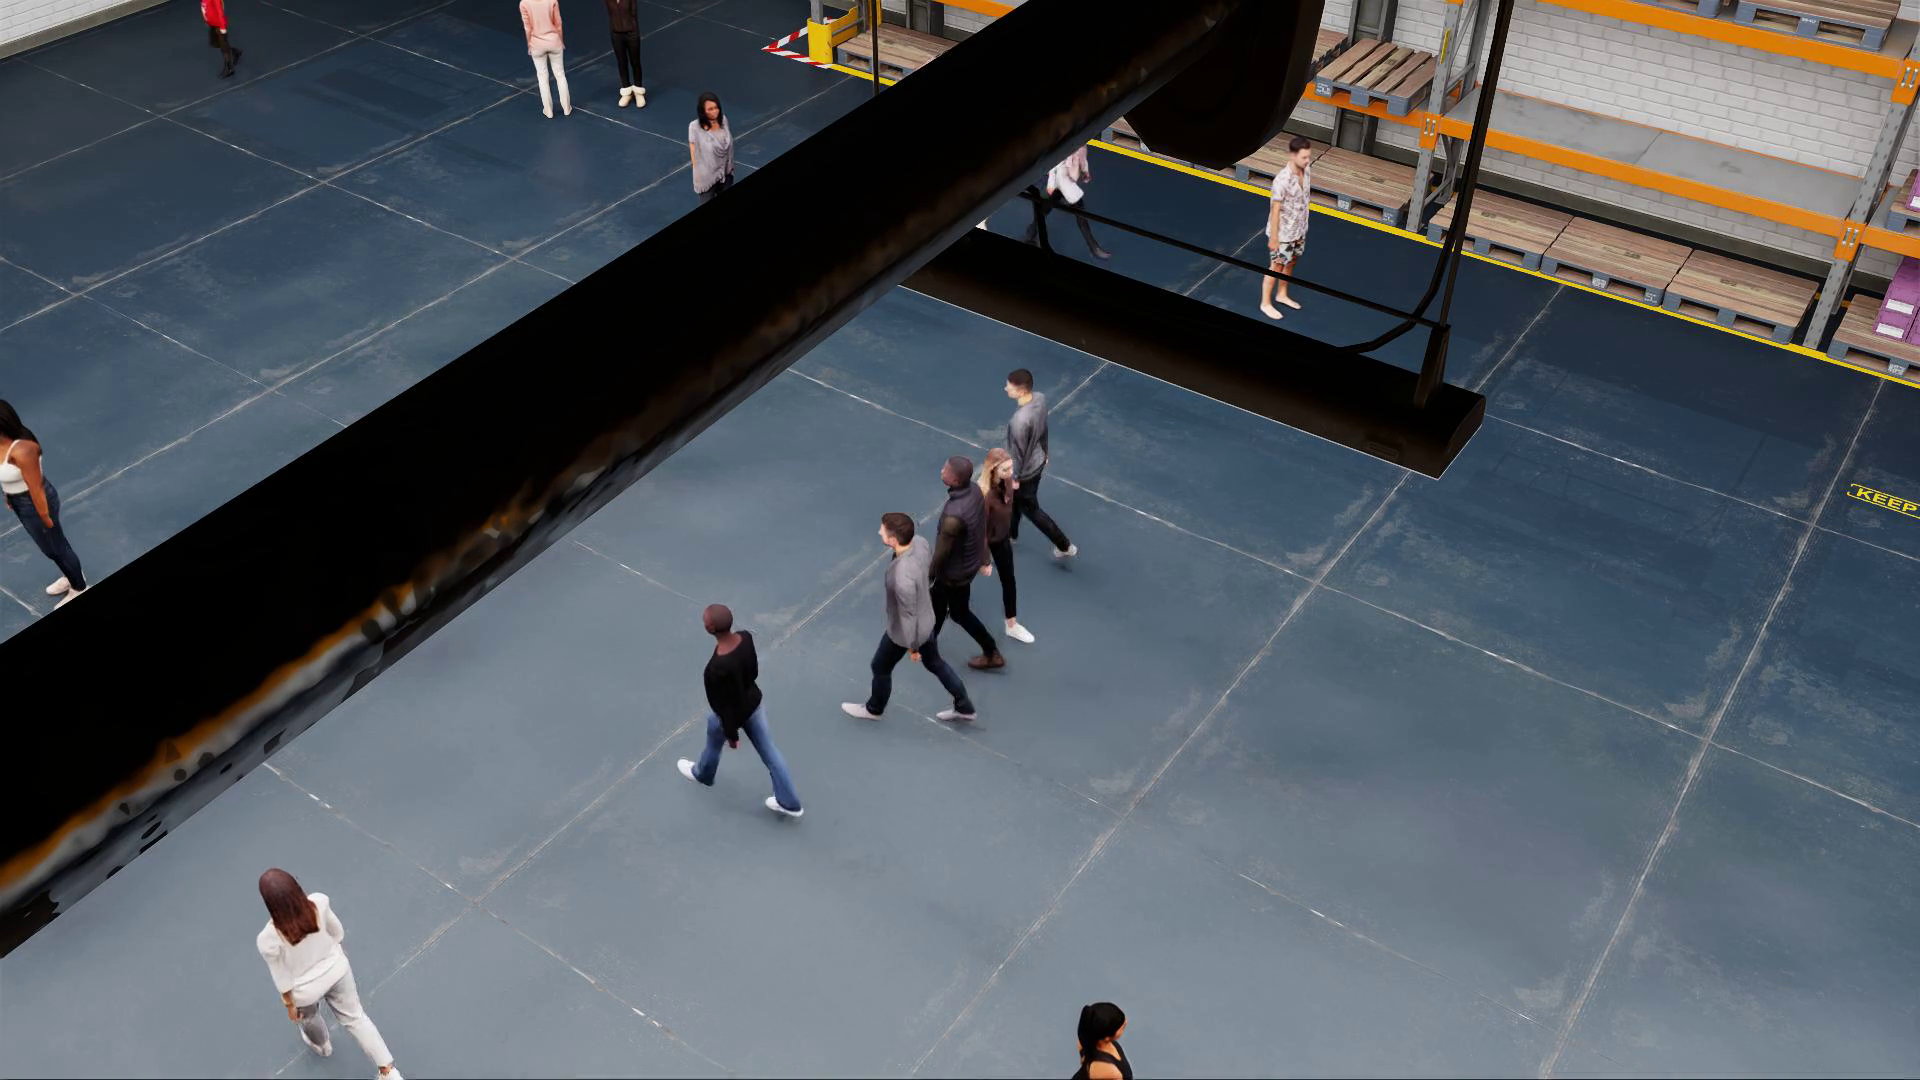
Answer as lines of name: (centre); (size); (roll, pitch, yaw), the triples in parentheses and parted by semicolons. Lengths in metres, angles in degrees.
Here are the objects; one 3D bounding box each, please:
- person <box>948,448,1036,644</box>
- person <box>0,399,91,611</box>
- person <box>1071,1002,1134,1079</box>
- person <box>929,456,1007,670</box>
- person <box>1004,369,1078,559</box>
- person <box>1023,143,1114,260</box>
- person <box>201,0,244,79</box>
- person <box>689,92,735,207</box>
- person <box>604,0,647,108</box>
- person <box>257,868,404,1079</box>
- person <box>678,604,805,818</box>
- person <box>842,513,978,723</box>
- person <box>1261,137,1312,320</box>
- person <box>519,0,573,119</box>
person: (0.130, -0.009, 12.114); (1.087, 1.660, 0.604); (24, 44, 27)
person: (-6.858, -0.311, 12.375); (0.764, 1.807, 0.618); (-29, 47, -32)
person: (0.686, 2.890, 8.482); (0.713, 1.662, 0.619); (-12, 40, -15)
person: (0.044, 0.210, 11.721); (1.160, 1.808, 0.948); (8, 39, 10)
person: (0.582, -0.530, 12.710); (1.110, 1.730, 0.810); (17, 42, 20)
person: (0.964, -3.619, 16.575); (1.244, 1.735, 0.769); (17, 42, 20)
person: (-9.042, -6.328, 20.334); (0.602, 1.276, 0.563); (25, 45, 28)
person: (-2.508, -3.795, 16.894); (0.695, 1.610, 0.725); (-28, 47, -31)
person: (-3.945, -5.966, 19.574); (0.700, 1.659, 0.761); (-11, 40, -14)
person: (-3.454, 2.423, 9.071); (1.067, 1.657, 0.638); (27, 46, 29)
person: (-1.340, 1.126, 10.662); (1.200, 1.698, 0.664); (19, 43, 23)
person: (-0.245, 0.586, 11.235); (1.251, 1.826, 0.879); (12, 40, 15)
person: (3.081, -2.977, 15.710); (0.624, 1.811, 0.703); (31, 48, 33)
person: (-4.804, -5.750, 19.251); (0.683, 1.724, 0.703); (-13, 40, -16)
